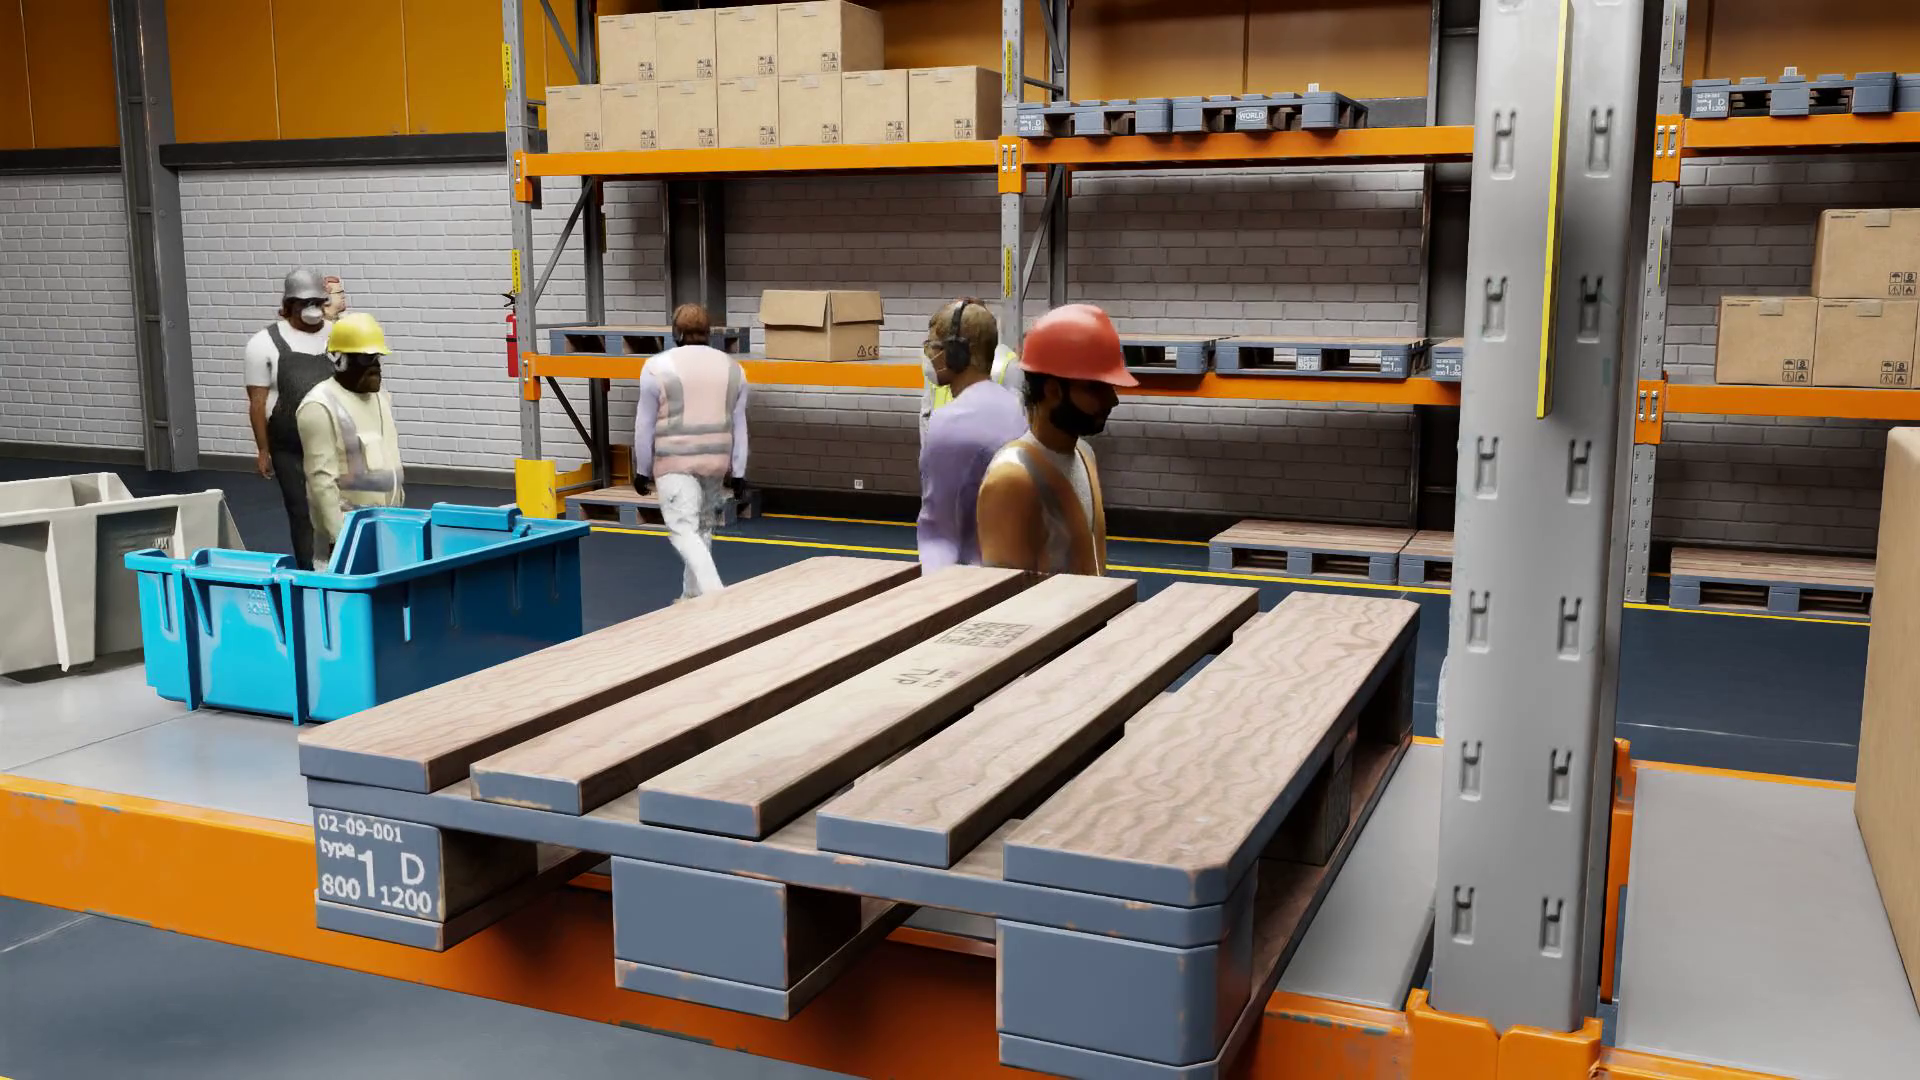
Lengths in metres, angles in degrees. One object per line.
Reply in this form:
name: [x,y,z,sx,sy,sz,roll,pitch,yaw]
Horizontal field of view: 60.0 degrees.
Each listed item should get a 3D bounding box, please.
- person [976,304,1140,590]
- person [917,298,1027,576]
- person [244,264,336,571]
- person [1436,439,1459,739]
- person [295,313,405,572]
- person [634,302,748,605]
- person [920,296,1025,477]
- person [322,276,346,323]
person: [0.194,0.357,4.285,0.547,1.920,0.579,4,10,22]
person: [0.098,0.189,5.334,0.779,1.918,0.638,2,10,14]
person: [-3.796,-0.613,9.748,0.695,2.000,0.820,-7,12,-35]
person: [2.075,0.090,6.421,0.324,1.743,0.490,9,13,42]
person: [-2.580,-0.092,7.344,0.852,1.792,0.625,3,10,15]
person: [-1.453,-0.403,9.194,0.620,1.814,0.882,-7,12,-35]
person: [0.051,-0.461,9.469,0.625,1.837,0.428,4,10,24]
person: [-4.980,-1.135,13.261,0.410,1.913,0.643,0,9,2]
